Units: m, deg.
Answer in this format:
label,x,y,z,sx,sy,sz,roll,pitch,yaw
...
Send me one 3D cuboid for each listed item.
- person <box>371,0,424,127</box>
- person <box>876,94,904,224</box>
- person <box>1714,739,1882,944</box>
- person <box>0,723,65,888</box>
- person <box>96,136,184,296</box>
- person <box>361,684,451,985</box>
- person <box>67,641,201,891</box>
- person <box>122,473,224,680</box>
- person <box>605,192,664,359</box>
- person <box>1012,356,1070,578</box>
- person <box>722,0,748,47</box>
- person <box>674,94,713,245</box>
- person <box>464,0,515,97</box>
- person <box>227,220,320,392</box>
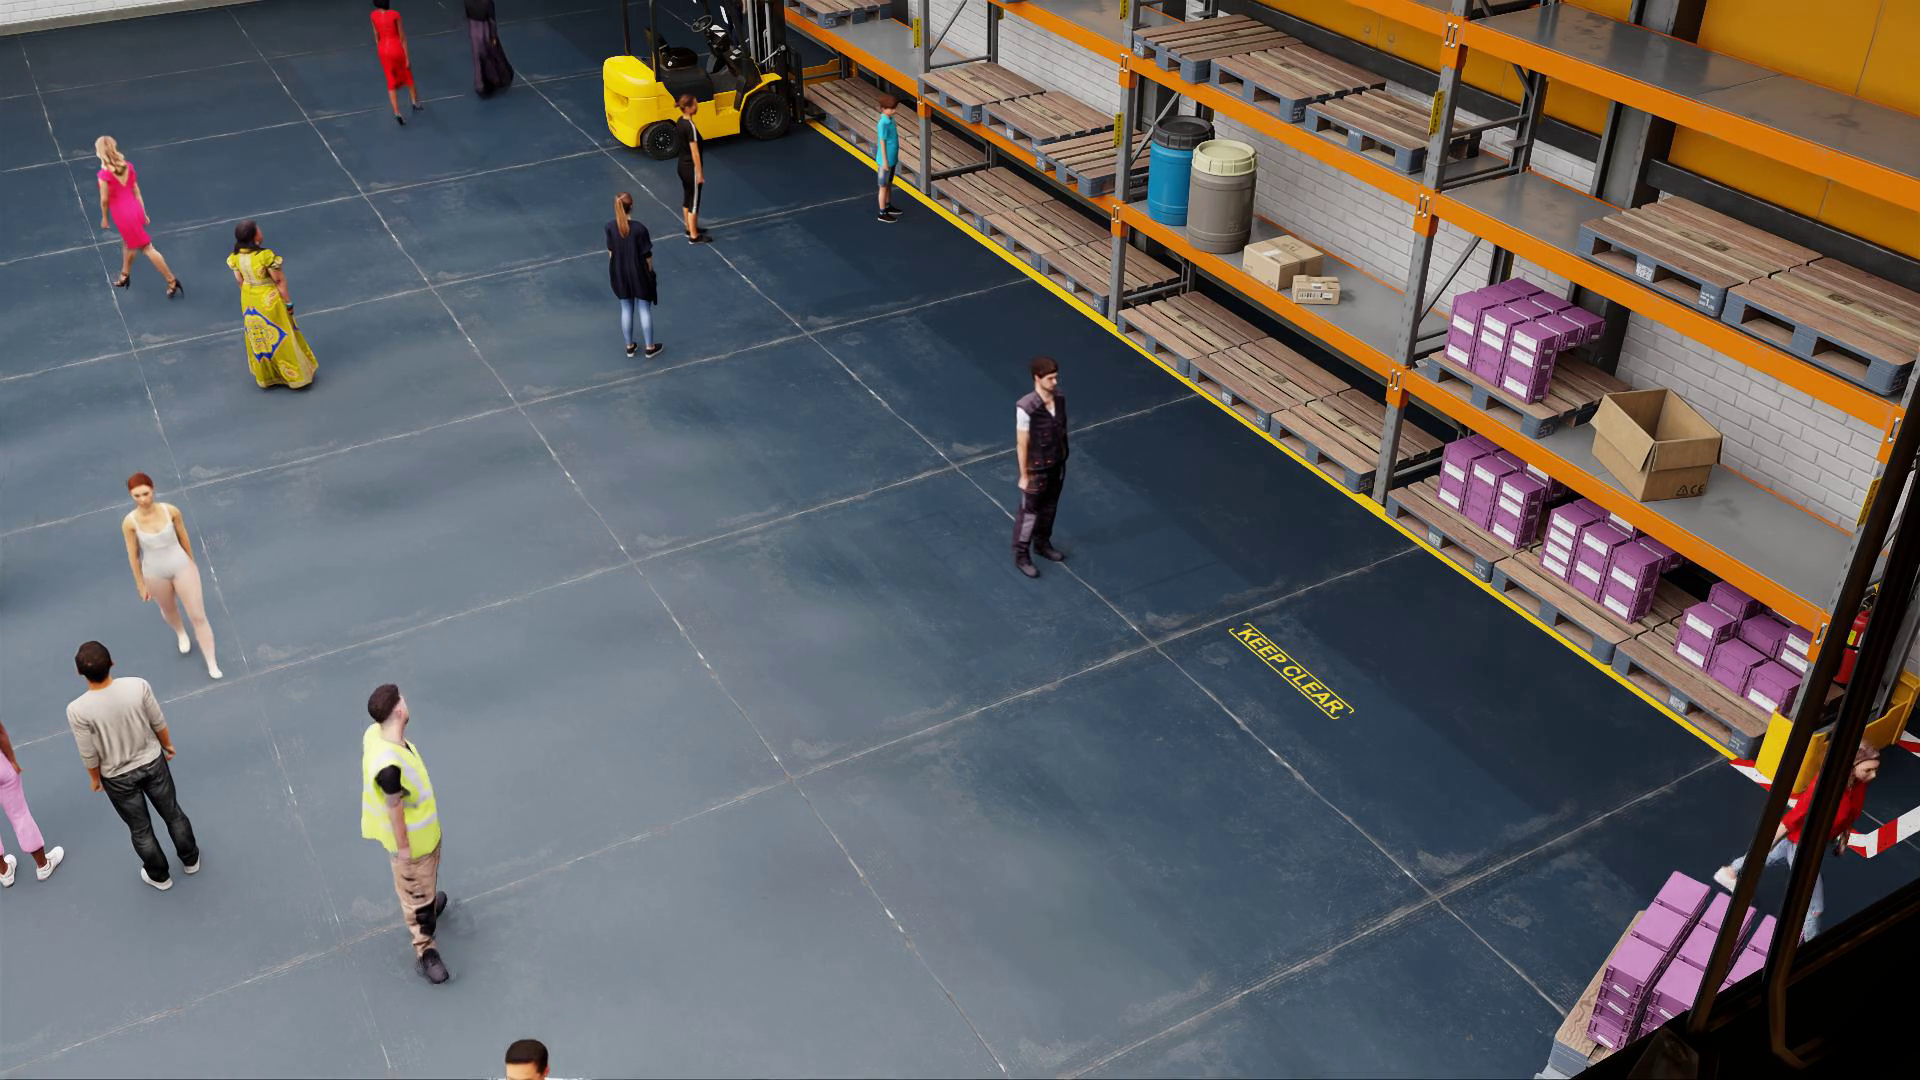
label,x,y,z,sx,sy,sz,roll,pitch,yaw
person,-7.344,-6.195,21.455,0.911,1.717,1.043,2,34,3
person,-0.838,-4.372,18.955,0.655,1.449,0.592,8,34,12
person,4.836,1.720,9.622,0.627,1.635,1.223,-19,38,-26
person,-5.913,1.380,10.037,0.630,1.740,0.601,-7,34,-10
person,-8.463,-3.269,17.095,1.071,1.672,1.018,9,35,13
person,-3.164,1.678,9.515,0.994,1.823,0.650,-7,34,-10
person,-4.974,1.355,10.011,0.699,1.812,0.626,-27,42,-34
person,-5.696,0.204,11.937,0.556,1.598,1.011,-18,38,-25
person,-3.153,-2.547,15.997,0.715,1.684,0.764,7,34,10
person,0.626,-0.600,12.920,0.673,1.848,0.720,28,43,35
person,-3.238,-7.665,23.680,0.560,1.702,0.712,28,43,35
person,-2.982,-4.102,18.351,0.647,1.668,0.475,-15,36,-21
person,-6.490,-6.815,22.488,1.045,1.606,1.149,6,34,9
person,-6.448,-2.182,15.471,0.994,1.658,1.040,6,34,9
